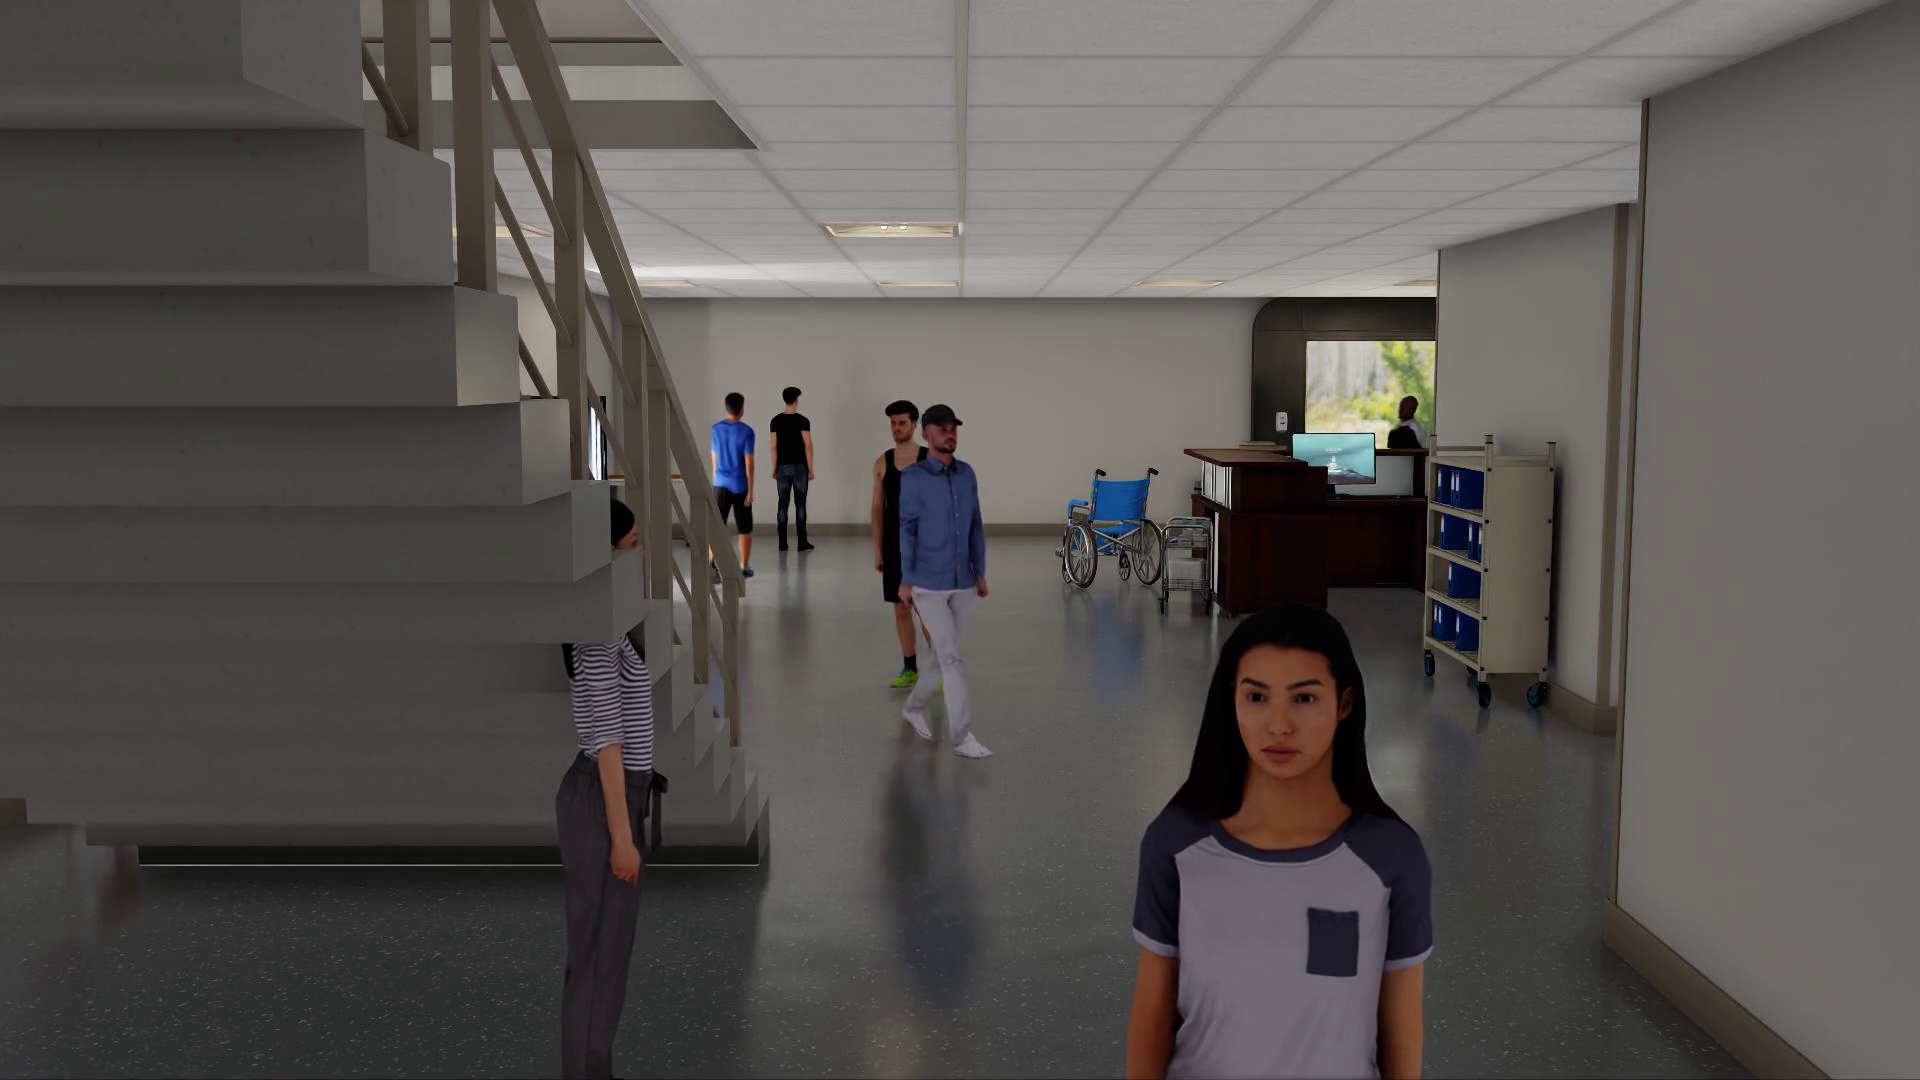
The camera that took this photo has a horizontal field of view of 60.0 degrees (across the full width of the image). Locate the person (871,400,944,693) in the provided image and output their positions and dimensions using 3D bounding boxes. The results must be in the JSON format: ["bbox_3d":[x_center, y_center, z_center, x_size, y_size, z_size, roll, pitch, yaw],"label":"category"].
[{"bbox_3d":[-0.295,0.048,10.667,0.776,1.874,0.747,2,6,18],"label":"person"}]

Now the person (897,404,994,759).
[{"bbox_3d":[-0.132,0.218,9.029,1.103,1.865,1.235,-4,7,-37],"label":"person"}]

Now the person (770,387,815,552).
[{"bbox_3d":[-1.948,-0.829,19.271,0.708,1.897,0.640,1,6,11],"label":"person"}]

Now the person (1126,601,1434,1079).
[{"bbox_3d":[0.460,0.945,2.451,0.622,1.734,0.566,1,6,11],"label":"person"}]

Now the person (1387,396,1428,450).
[{"bbox_3d":[4.824,-0.608,17.636,0.869,1.785,1.186,-1,6,-9],"label":"person"}]

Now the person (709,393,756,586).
[{"bbox_3d":[-2.236,-0.469,16.000,0.690,1.836,1.232,1,6,6],"label":"person"}]

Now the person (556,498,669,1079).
[{"bbox_3d":[-0.969,0.745,4.448,0.701,1.732,0.525,-1,6,-12],"label":"person"}]
